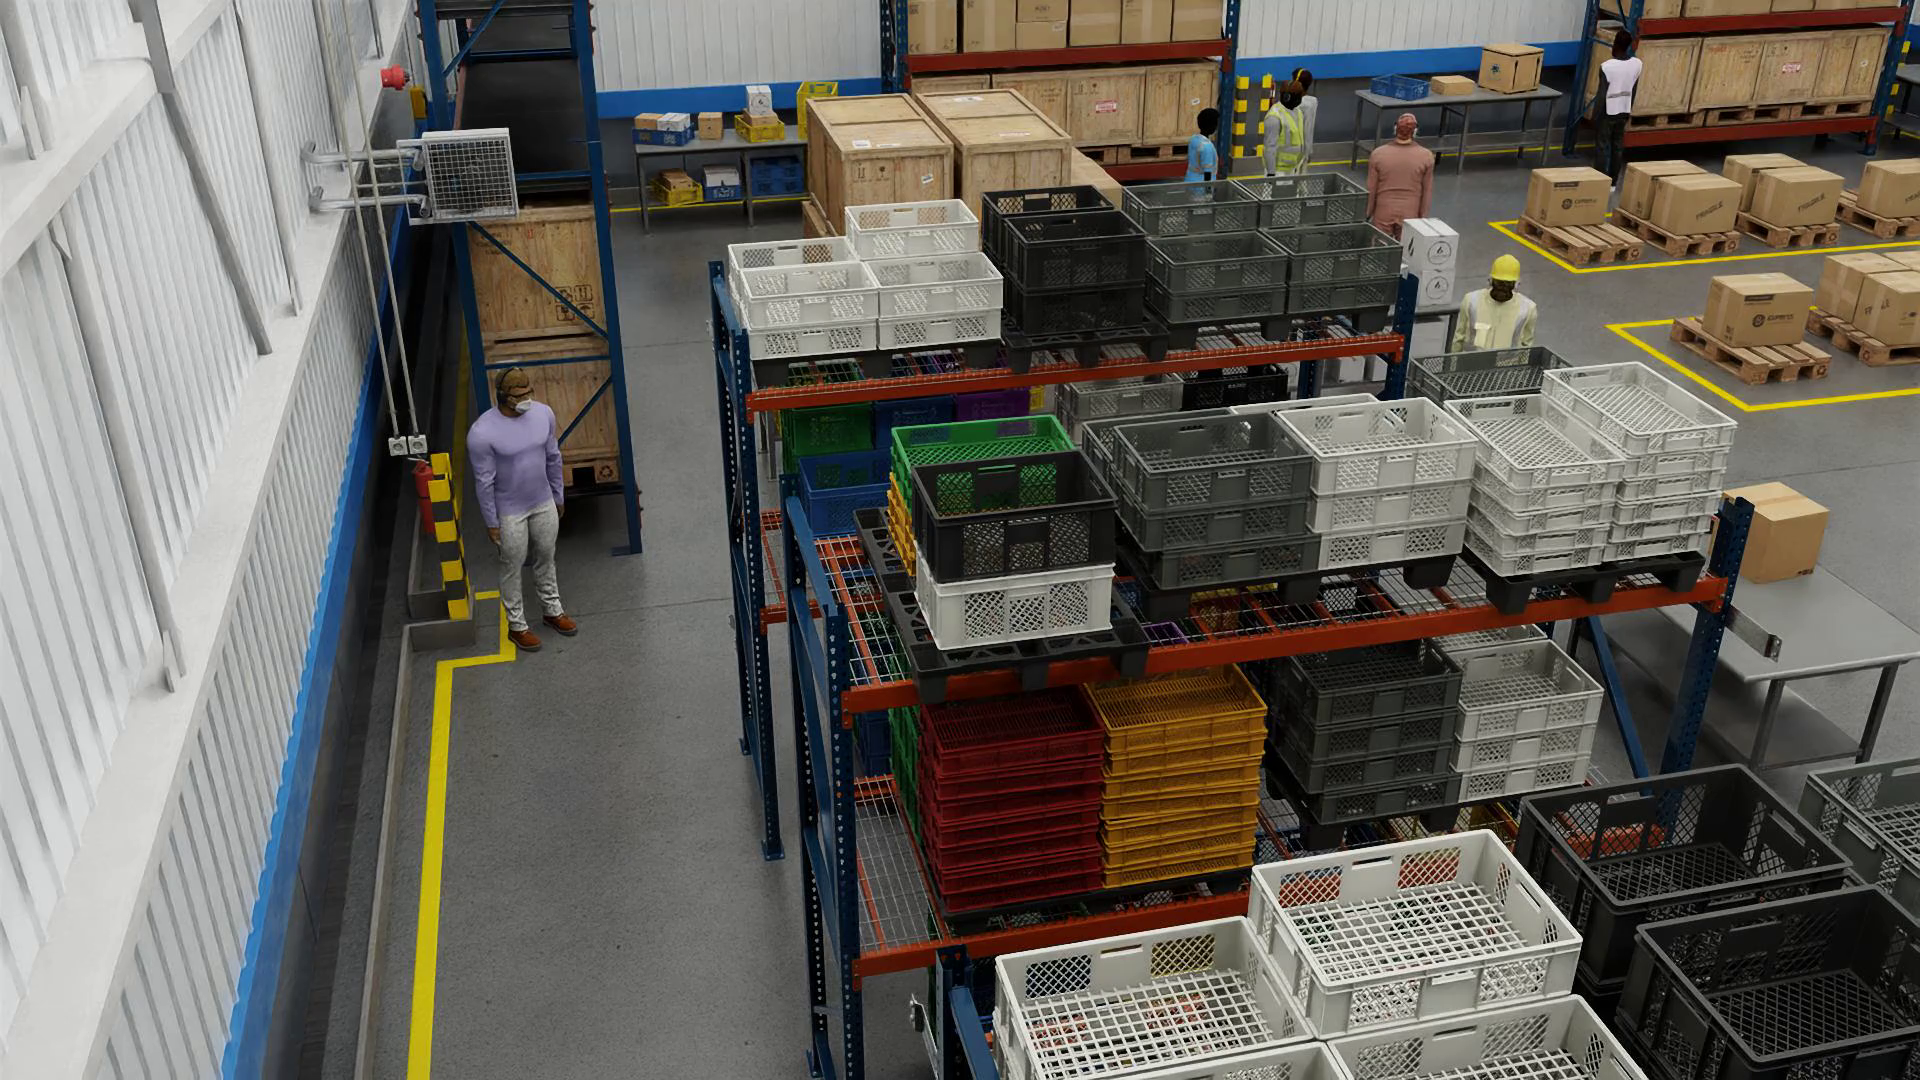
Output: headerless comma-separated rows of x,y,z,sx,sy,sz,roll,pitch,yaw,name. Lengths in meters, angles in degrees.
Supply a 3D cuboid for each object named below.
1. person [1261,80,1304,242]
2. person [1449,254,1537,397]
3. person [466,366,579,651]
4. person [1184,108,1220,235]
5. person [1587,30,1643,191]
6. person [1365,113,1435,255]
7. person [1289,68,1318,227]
3.507,-4.084,18.108,0.431,1.835,0.623,19,33,32,person
4.078,-1.314,12.846,0.590,1.833,0.404,9,29,16,person
-2.792,-0.215,10.662,0.375,1.933,0.625,23,35,36,person
2.533,-3.694,17.509,0.321,1.692,0.529,-5,28,-10,person
7.846,-5.134,20.003,0.587,1.920,0.397,-10,30,-19,person
4.317,-3.257,16.456,0.641,1.908,0.409,6,28,11,person
3.730,-4.265,18.411,0.309,1.864,0.535,19,33,32,person
